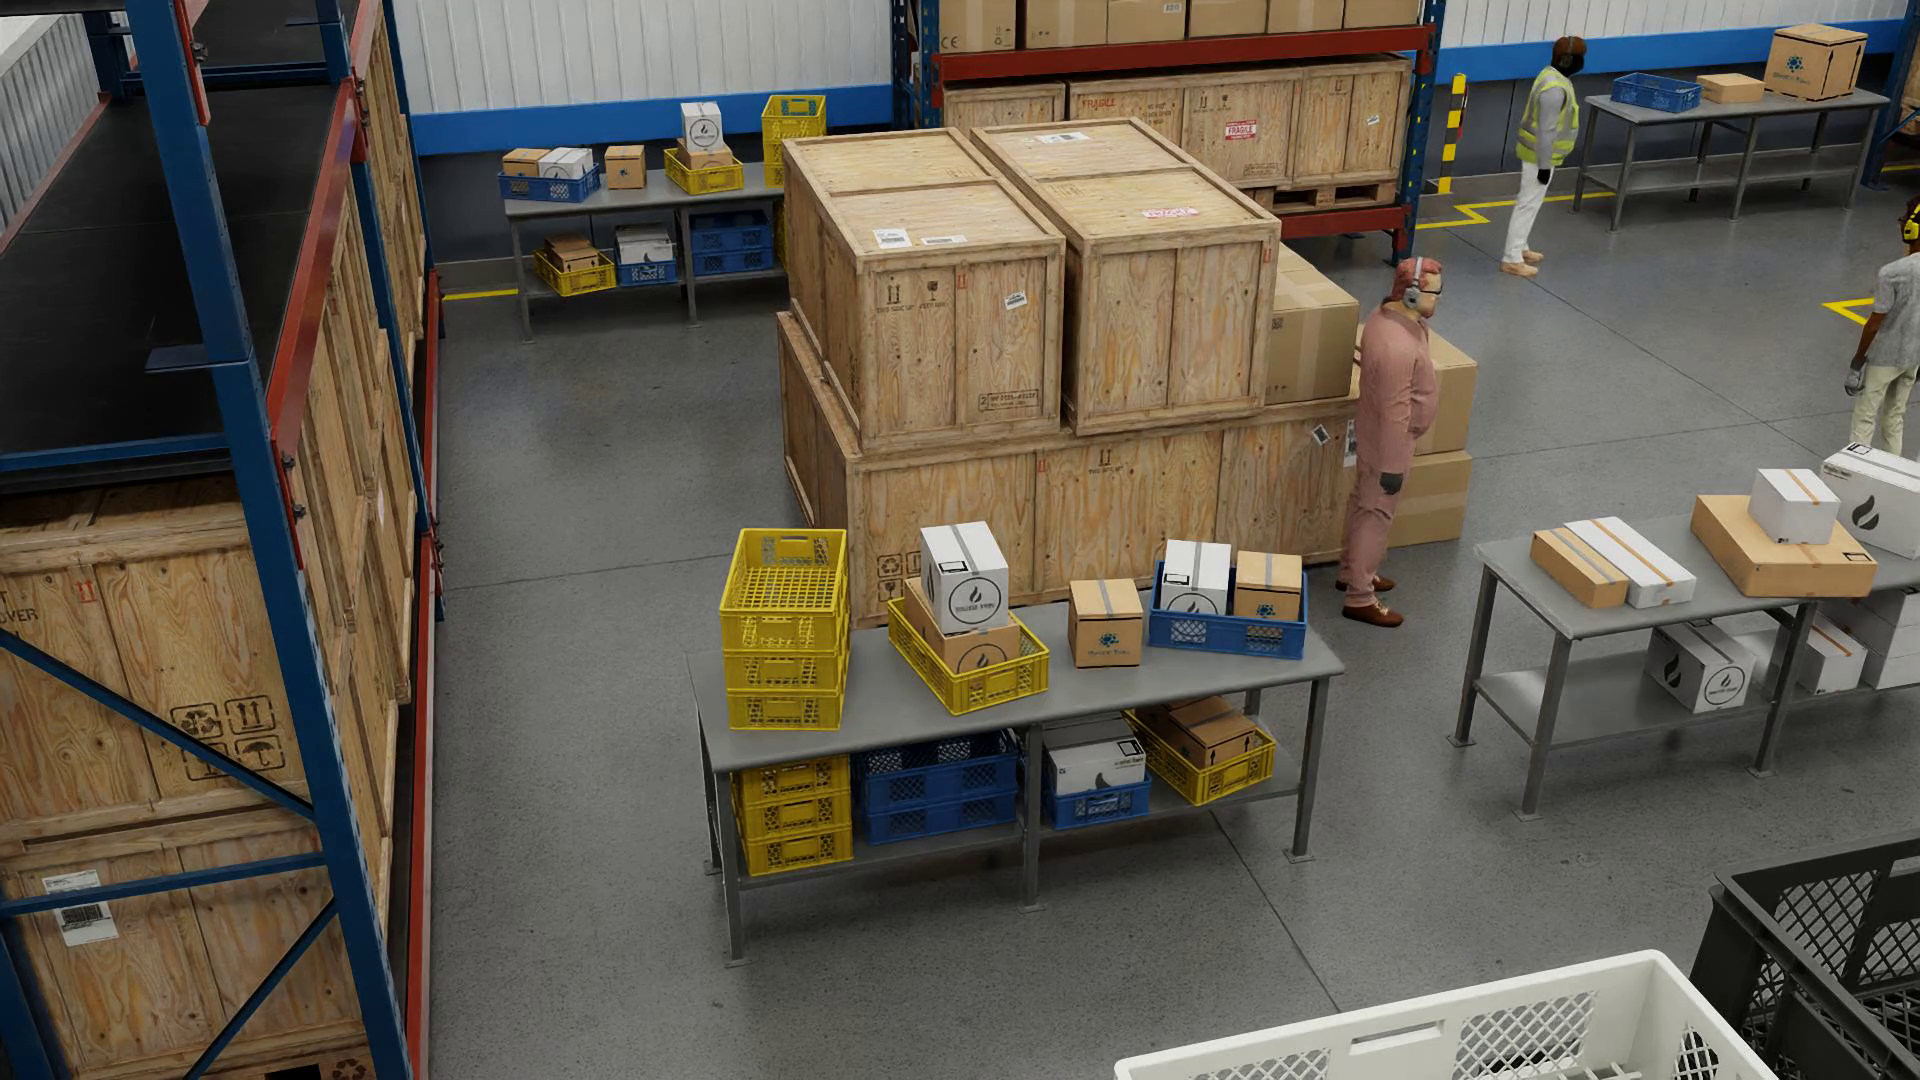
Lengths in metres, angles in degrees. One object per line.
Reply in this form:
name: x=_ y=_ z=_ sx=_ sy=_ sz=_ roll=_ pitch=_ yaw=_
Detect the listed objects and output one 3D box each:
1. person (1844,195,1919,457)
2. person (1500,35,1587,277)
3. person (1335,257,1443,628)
person: x=5.182 y=-0.998 z=9.271 sx=0.502 sy=1.861 sz=0.328 roll=-7 pitch=30 yaw=-12
person: x=4.538 y=-2.980 z=12.905 sx=0.431 sy=1.833 sz=0.643 roll=10 pitch=30 yaw=18
person: x=2.160 y=-0.499 z=8.314 sx=0.402 sy=1.904 sz=0.652 roll=4 pitch=29 yaw=6
